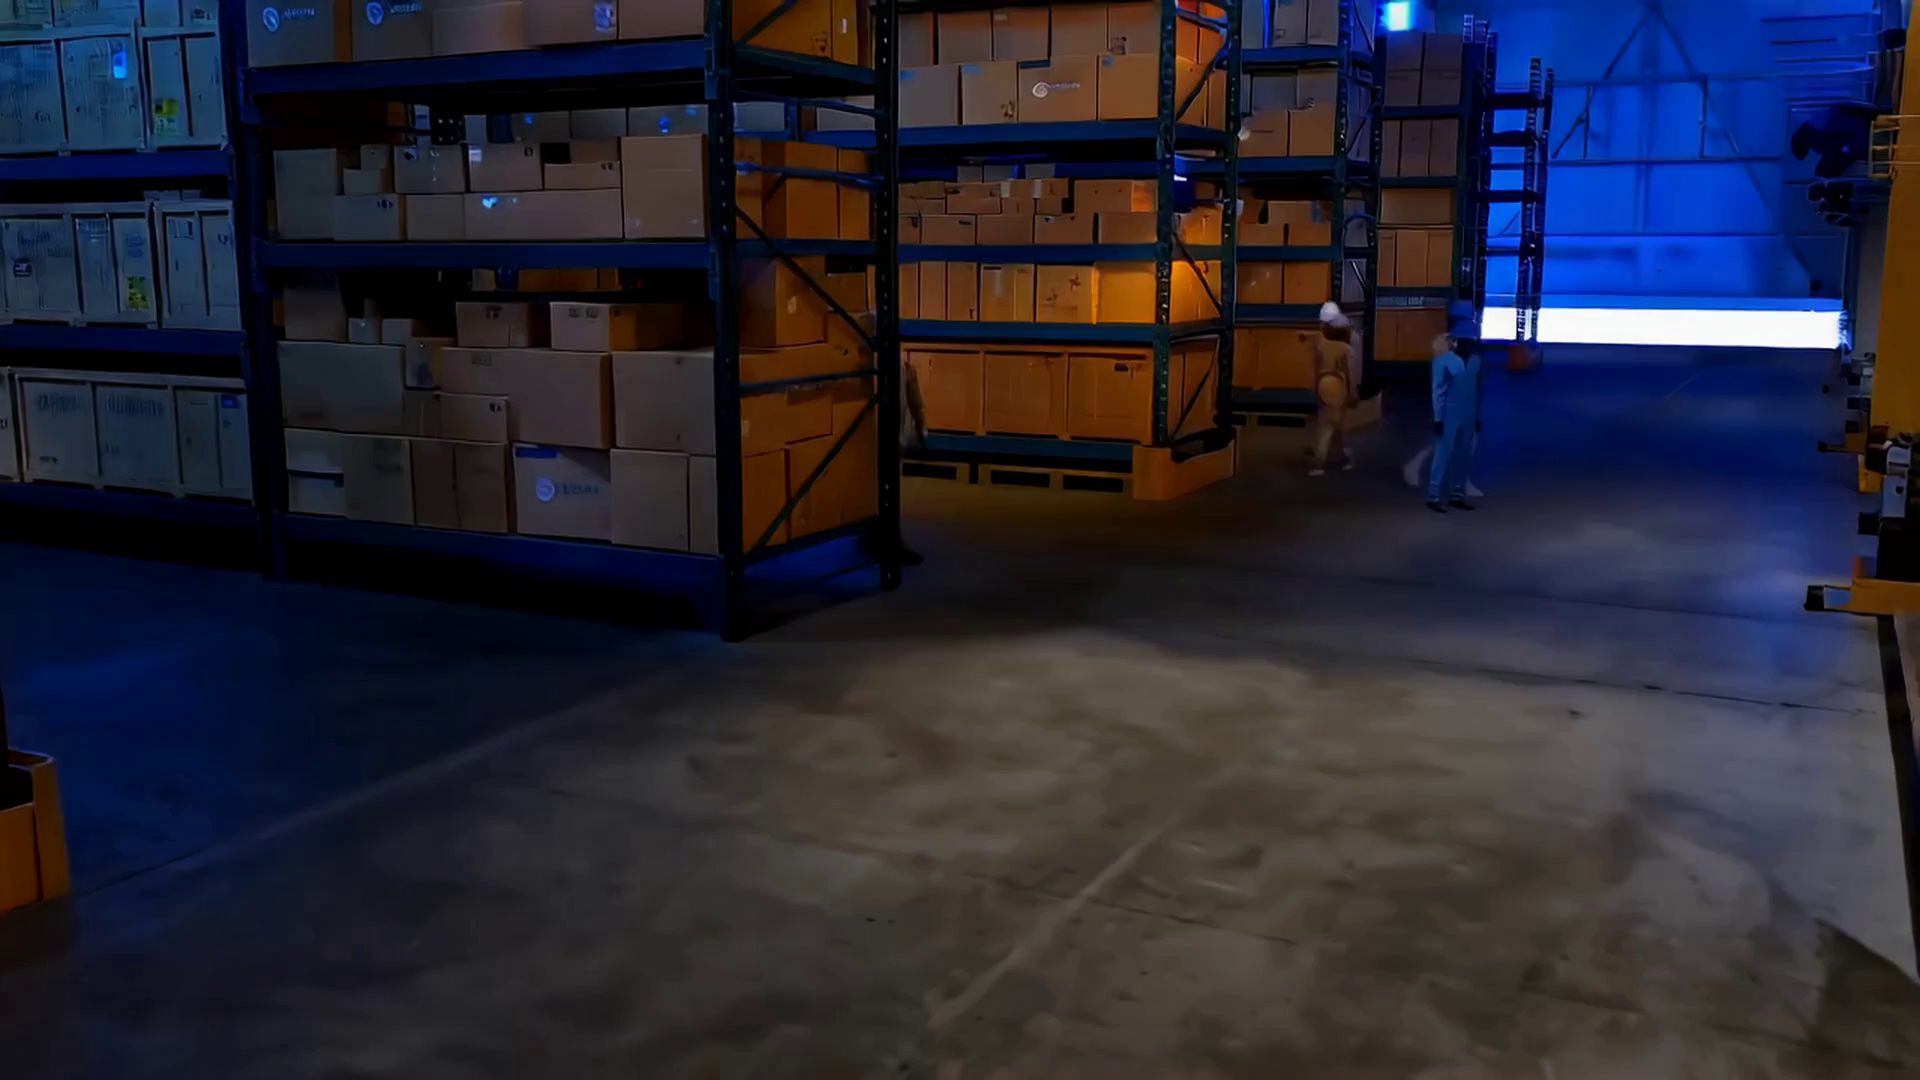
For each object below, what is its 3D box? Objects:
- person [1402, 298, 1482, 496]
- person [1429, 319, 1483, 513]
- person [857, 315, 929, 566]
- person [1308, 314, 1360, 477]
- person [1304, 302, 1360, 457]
[{"bbox_3d":[4.720,-1.394,16.169,0.547,1.906,0.854,-6,11,-30],"label":"person"},{"bbox_3d":[4.513,-1.120,15.020,0.569,1.743,0.350,-5,11,-28],"label":"person"},{"bbox_3d":[-0.542,-0.778,12.605,0.633,1.893,0.991,-7,12,-36],"label":"person"},{"bbox_3d":[3.951,-1.516,17.453,0.925,1.691,0.504,-8,12,-38],"label":"person"},{"bbox_3d":[4.172,-1.794,18.827,0.868,1.769,0.606,-6,12,-33],"label":"person"}]
